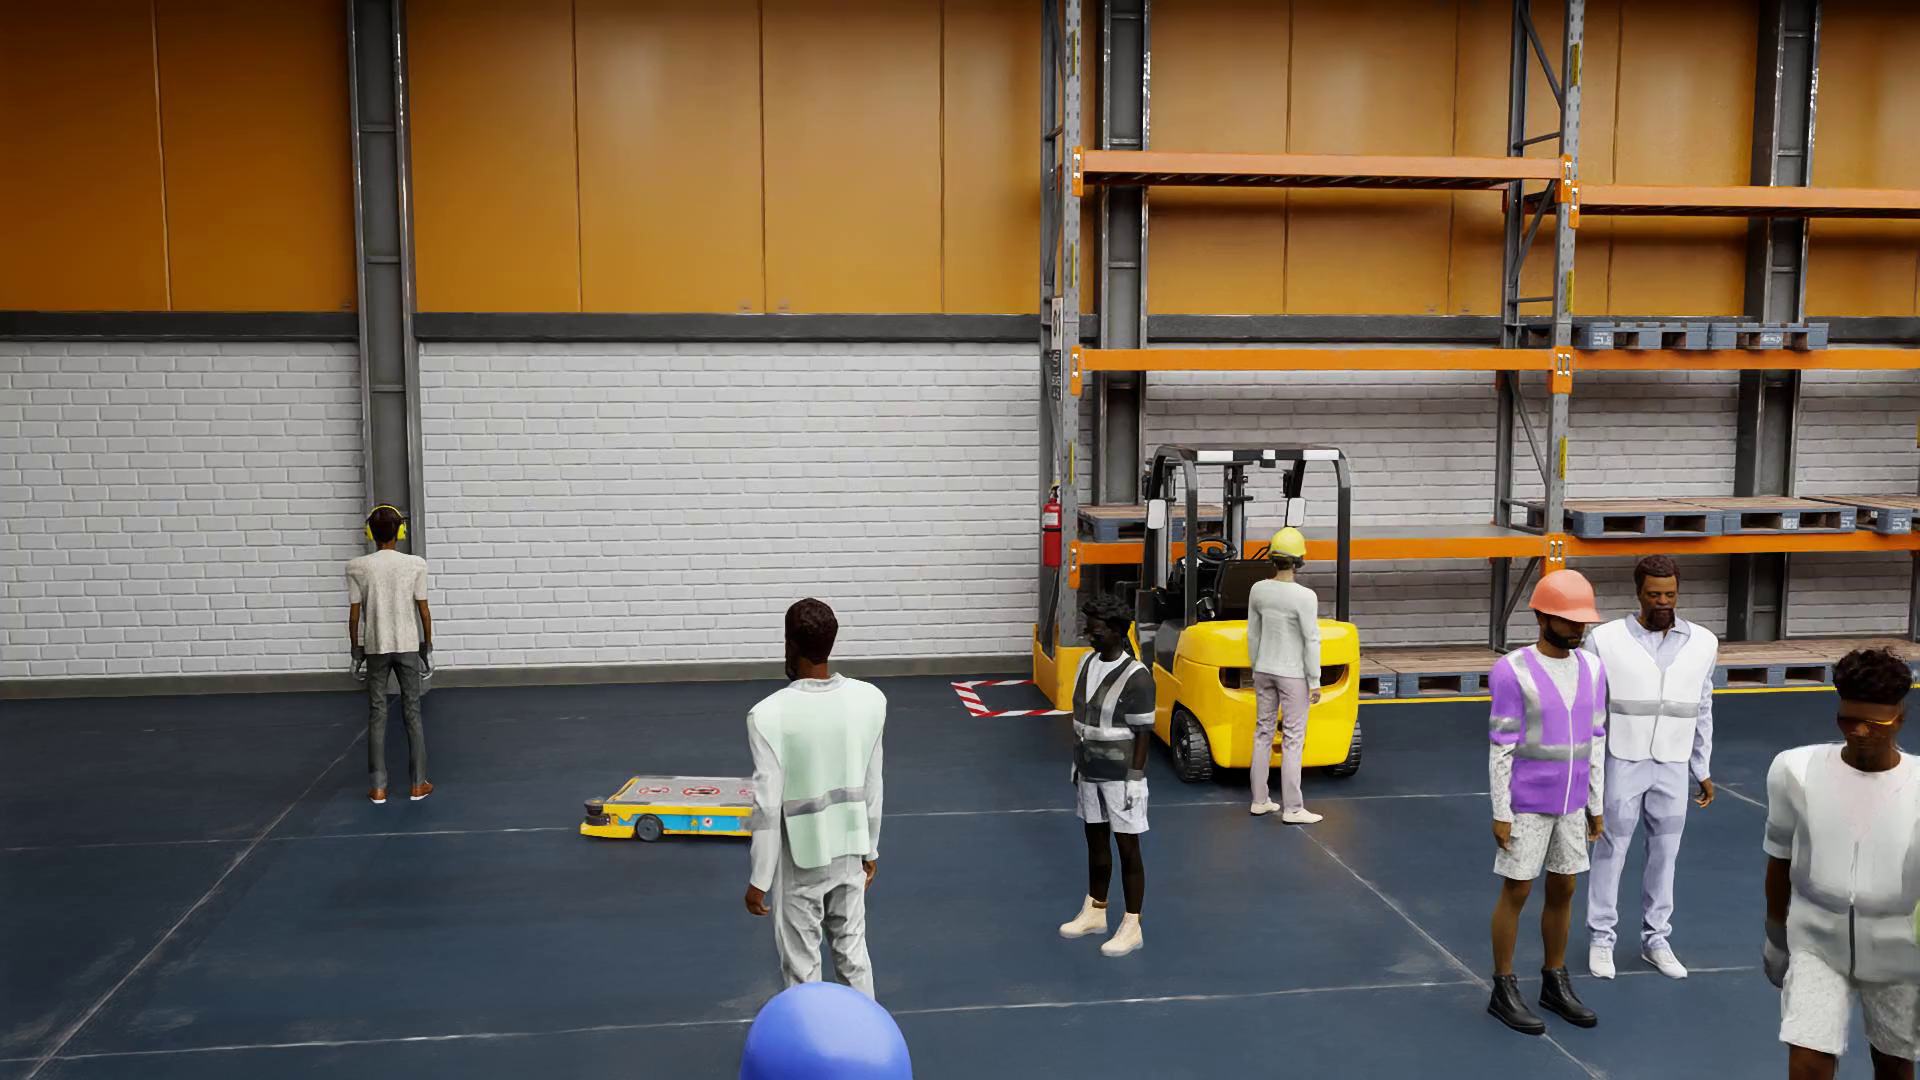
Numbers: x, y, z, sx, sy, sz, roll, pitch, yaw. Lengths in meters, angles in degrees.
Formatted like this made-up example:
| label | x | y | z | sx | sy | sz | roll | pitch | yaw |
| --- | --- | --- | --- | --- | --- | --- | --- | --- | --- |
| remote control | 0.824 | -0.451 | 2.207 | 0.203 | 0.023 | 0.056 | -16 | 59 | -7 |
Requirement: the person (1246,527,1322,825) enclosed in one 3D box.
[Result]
| label | x | y | z | sx | sy | sz | roll | pitch | yaw |
| --- | --- | --- | --- | --- | --- | --- | --- | --- | --- |
| person | 1.947 | 0.807 | 9.941 | 0.307 | 1.770 | 0.533 | -5 | 8 | -37 |

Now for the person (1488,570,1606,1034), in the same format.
| label | x | y | z | sx | sy | sz | roll | pitch | yaw |
| --- | --- | --- | --- | --- | --- | --- | --- | --- | --- |
| person | 2.447 | 1.076 | 6.890 | 0.544 | 1.930 | 0.388 | -2 | 7 | -18 |

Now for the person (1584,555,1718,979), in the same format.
| label | x | y | z | sx | sy | sz | roll | pitch | yaw |
| --- | --- | --- | --- | --- | --- | --- | --- | --- | --- |
| person | 3.087 | 1.011 | 7.500 | 0.597 | 1.916 | 0.371 | 0 | 7 | 1 |

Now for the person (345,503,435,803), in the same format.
| label | x | y | z | sx | sy | sz | roll | pitch | yaw |
| --- | --- | --- | --- | --- | --- | --- | --- | --- | --- |
| person | -3.550 | 0.703 | 10.390 | 0.513 | 1.876 | 0.328 | -2 | 7 | -16 |

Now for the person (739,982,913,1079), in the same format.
| label | x | y | z | sx | sy | sz | roll | pitch | yaw |
| --- | --- | --- | --- | --- | --- | --- | --- | --- | --- |
| person | -0.146 | 1.584 | 2.407 | 0.415 | 1.939 | 0.605 | 4 | 8 | 30 |

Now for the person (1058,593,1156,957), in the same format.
| label | x | y | z | sx | sy | sz | roll | pitch | yaw |
| --- | --- | --- | --- | --- | --- | --- | --- | --- | --- |
| person | 0.698 | 1.087 | 7.815 | 0.319 | 1.693 | 0.532 | -4 | 8 | -33 |

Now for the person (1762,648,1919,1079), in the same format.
| label | x | y | z | sx | sy | sz | roll | pitch | yaw |
| --- | --- | --- | --- | --- | --- | --- | --- | --- | --- |
| person | 2.749 | 1.285 | 5.070 | 0.645 | 1.908 | 0.997 | 5 | 8 | 37 |

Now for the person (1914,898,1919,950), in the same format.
| label | x | y | z | sx | sy | sz | roll | pitch | yaw |
| --- | --- | --- | --- | --- | --- | --- | --- | --- | --- |
| person | 2.440 | 1.367 | 3.832 | 0.608 | 2.046 | 0.368 | -5 | 8 | -35 |

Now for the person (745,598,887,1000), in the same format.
| label | x | y | z | sx | sy | sz | roll | pitch | yaw |
| --- | --- | --- | --- | --- | --- | --- | --- | --- | --- |
| person | -0.527 | 1.168 | 6.126 | 0.592 | 1.920 | 0.392 | -6 | 9 | -42 |

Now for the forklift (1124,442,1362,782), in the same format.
| label | x | y | z | sx | sy | sz | roll | pitch | yaw |
| --- | --- | --- | --- | --- | --- | --- | --- | --- | --- |
| forklift | 1.912 | 0.418 | 11.496 | 1.214 | 2.155 | 2.313 | -1 | 7 | -8 |

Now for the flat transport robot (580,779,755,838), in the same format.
| label | x | y | z | sx | sy | sz | roll | pitch | yaw |
| --- | --- | --- | --- | --- | --- | --- | --- | --- | --- |
| flat transport robot | -1.434 | 1.568 | 9.762 | 1.431 | 0.197 | 0.652 | 0 | 7 | 5 |
